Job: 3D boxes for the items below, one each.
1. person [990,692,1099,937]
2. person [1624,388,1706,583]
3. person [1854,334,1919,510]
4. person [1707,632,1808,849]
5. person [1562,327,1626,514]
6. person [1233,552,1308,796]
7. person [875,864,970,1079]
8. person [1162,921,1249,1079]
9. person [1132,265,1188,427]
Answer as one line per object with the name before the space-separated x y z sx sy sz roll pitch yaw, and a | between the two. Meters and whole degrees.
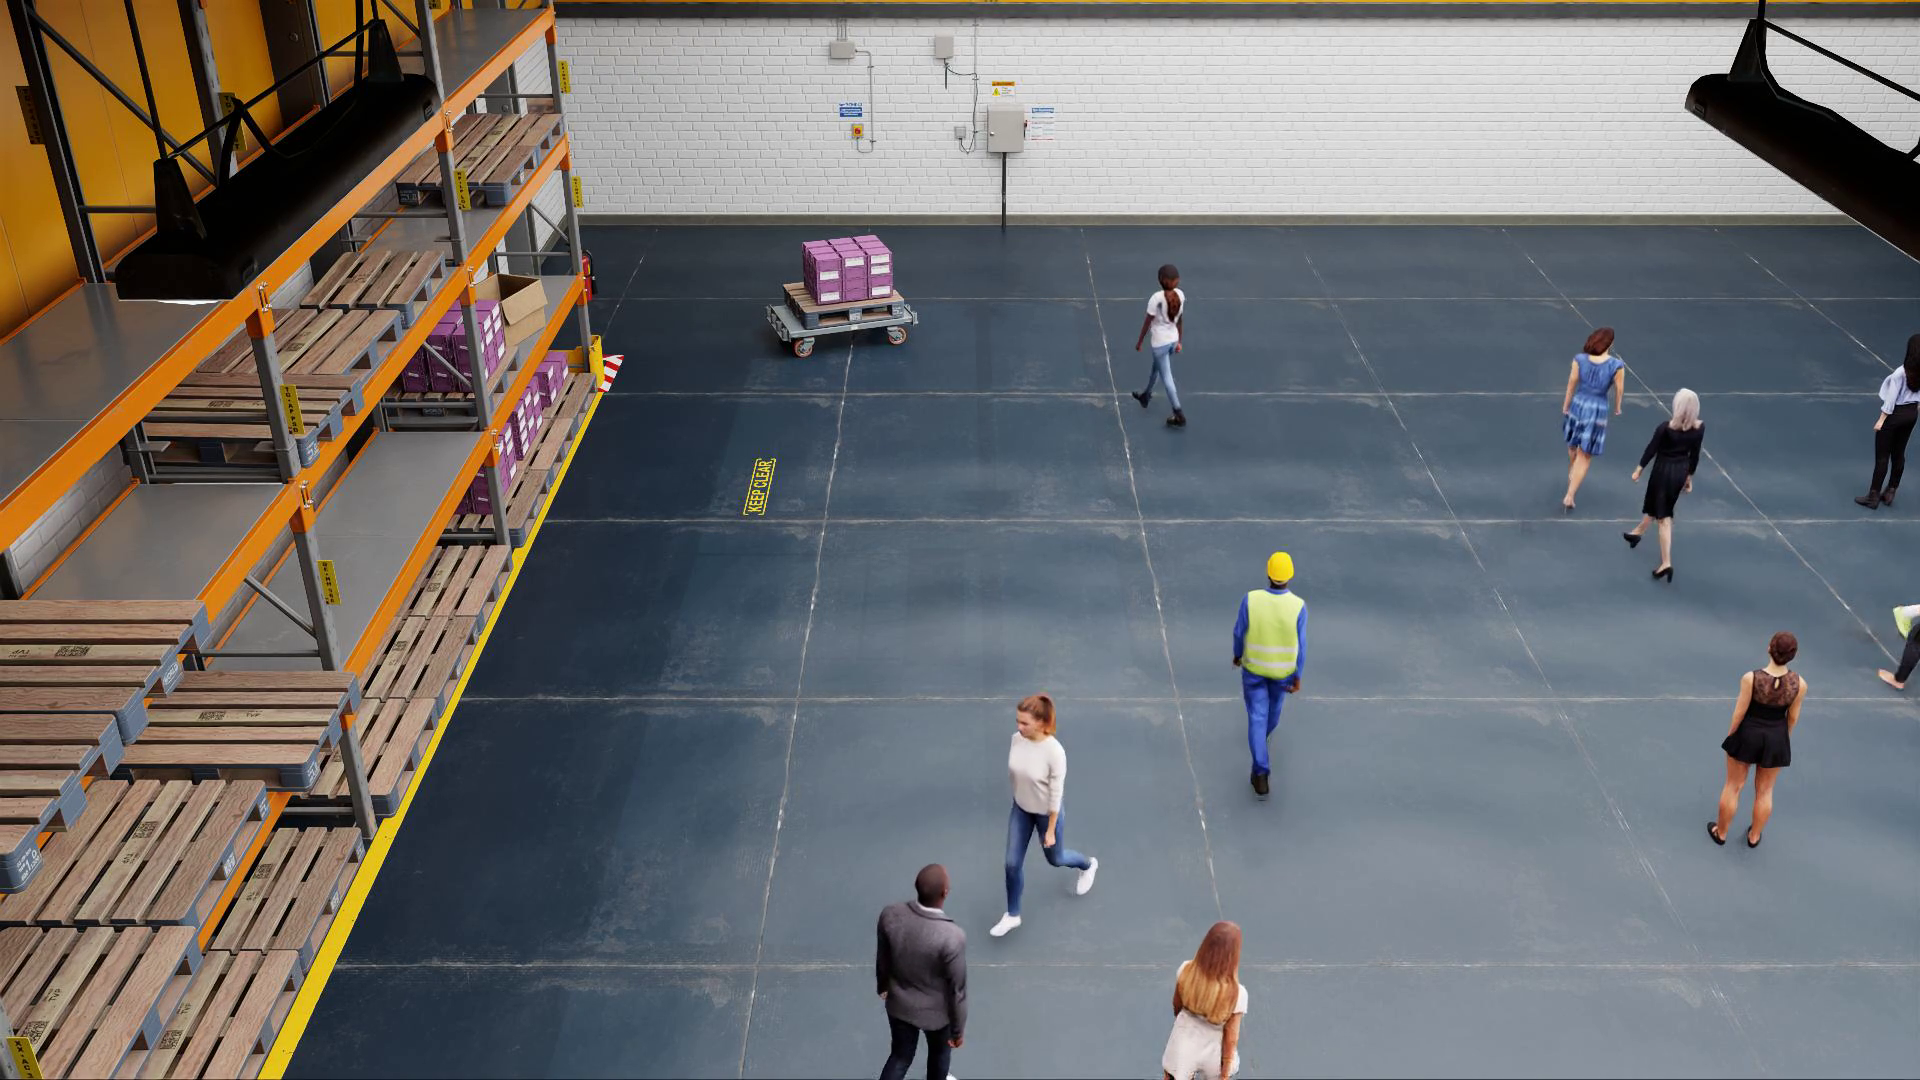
person | 0.557 1.706 10.546 1.092 1.690 1.162 24 36 36
person | 6.203 -0.448 14.469 0.735 1.715 1.095 -7 29 -13
person | 8.841 -1.124 15.677 0.724 1.744 0.682 -10 30 -18
person | 5.389 1.344 11.225 0.626 1.674 0.624 6 29 11
person | 5.857 -1.094 15.601 1.044 1.765 1.150 22 36 35
person | 2.184 0.960 11.828 0.712 1.772 1.222 2 29 4
person | -0.259 2.553 8.889 1.060 1.790 1.221 11 31 20
person | 1.219 2.743 8.681 0.967 1.654 1.235 14 32 24
person | 2.178 -1.994 17.340 1.044 1.678 1.183 -20 35 -33
